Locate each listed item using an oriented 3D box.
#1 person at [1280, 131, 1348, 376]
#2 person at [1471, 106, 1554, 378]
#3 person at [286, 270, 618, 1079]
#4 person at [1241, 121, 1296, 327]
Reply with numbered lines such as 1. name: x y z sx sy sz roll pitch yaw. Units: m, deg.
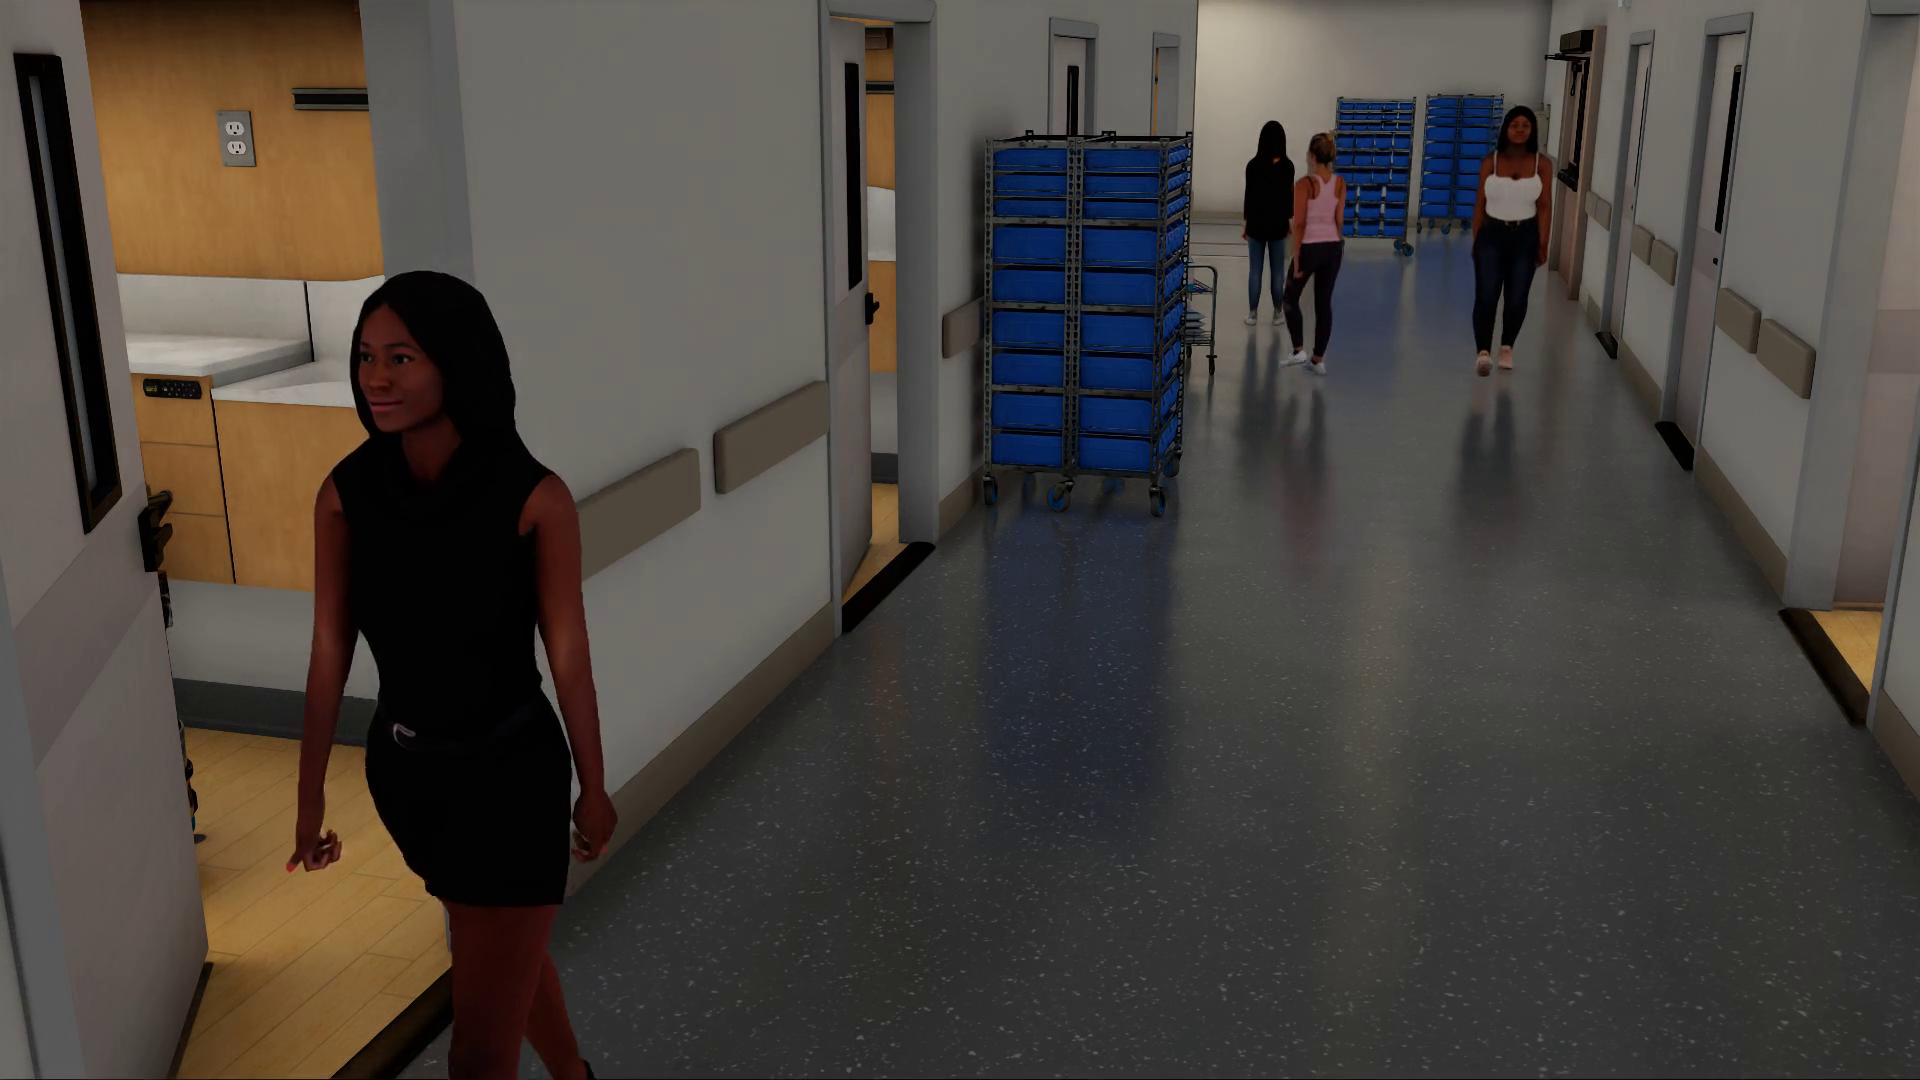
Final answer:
1. person: 2.467 -1.930 11.297 0.654 1.635 0.687 -3 16 -12
2. person: 3.722 -1.999 11.292 0.670 1.771 1.103 5 17 17
3. person: -0.775 0.438 2.808 0.607 1.685 1.158 4 16 15
4. person: 2.523 -2.597 13.646 0.600 1.645 0.549 2 16 8
